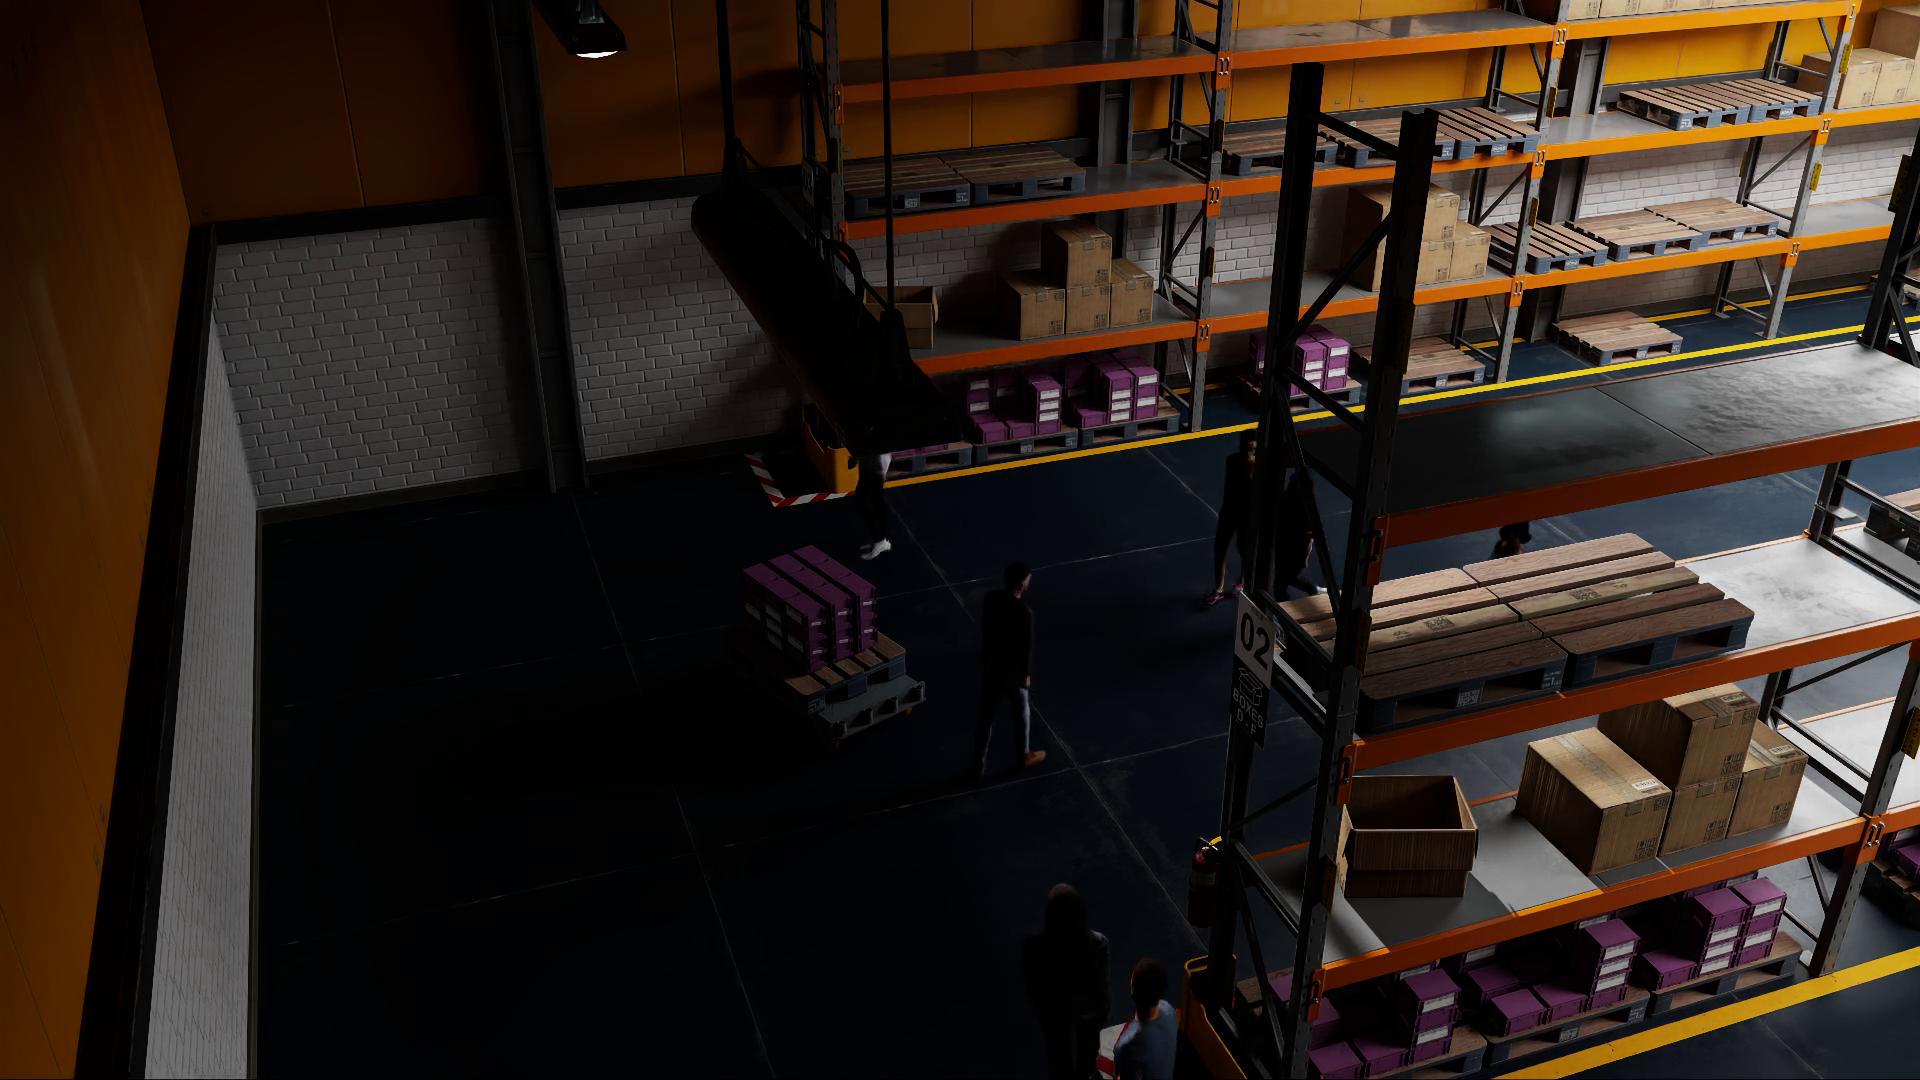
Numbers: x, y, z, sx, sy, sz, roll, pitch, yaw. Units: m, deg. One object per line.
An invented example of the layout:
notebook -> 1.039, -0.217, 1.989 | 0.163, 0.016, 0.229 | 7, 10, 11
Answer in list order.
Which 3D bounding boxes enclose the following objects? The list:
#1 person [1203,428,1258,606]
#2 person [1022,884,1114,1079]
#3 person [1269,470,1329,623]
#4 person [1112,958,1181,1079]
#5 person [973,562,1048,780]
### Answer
person -> 2.562, -0.246, 14.814 | 0.808, 1.707, 0.936 | 23, 36, 35
person -> 0.619, 2.698, 9.548 | 0.850, 1.581, 0.903 | 3, 29, 6
person -> 2.918, 0.079, 14.316 | 0.965, 1.614, 0.692 | -12, 31, -21
person -> 1.031, 3.021, 8.763 | 1.092, 1.766, 1.068 | 16, 32, 26
person -> 0.291, 1.005, 12.416 | 0.873, 1.807, 0.957 | 18, 33, 29
